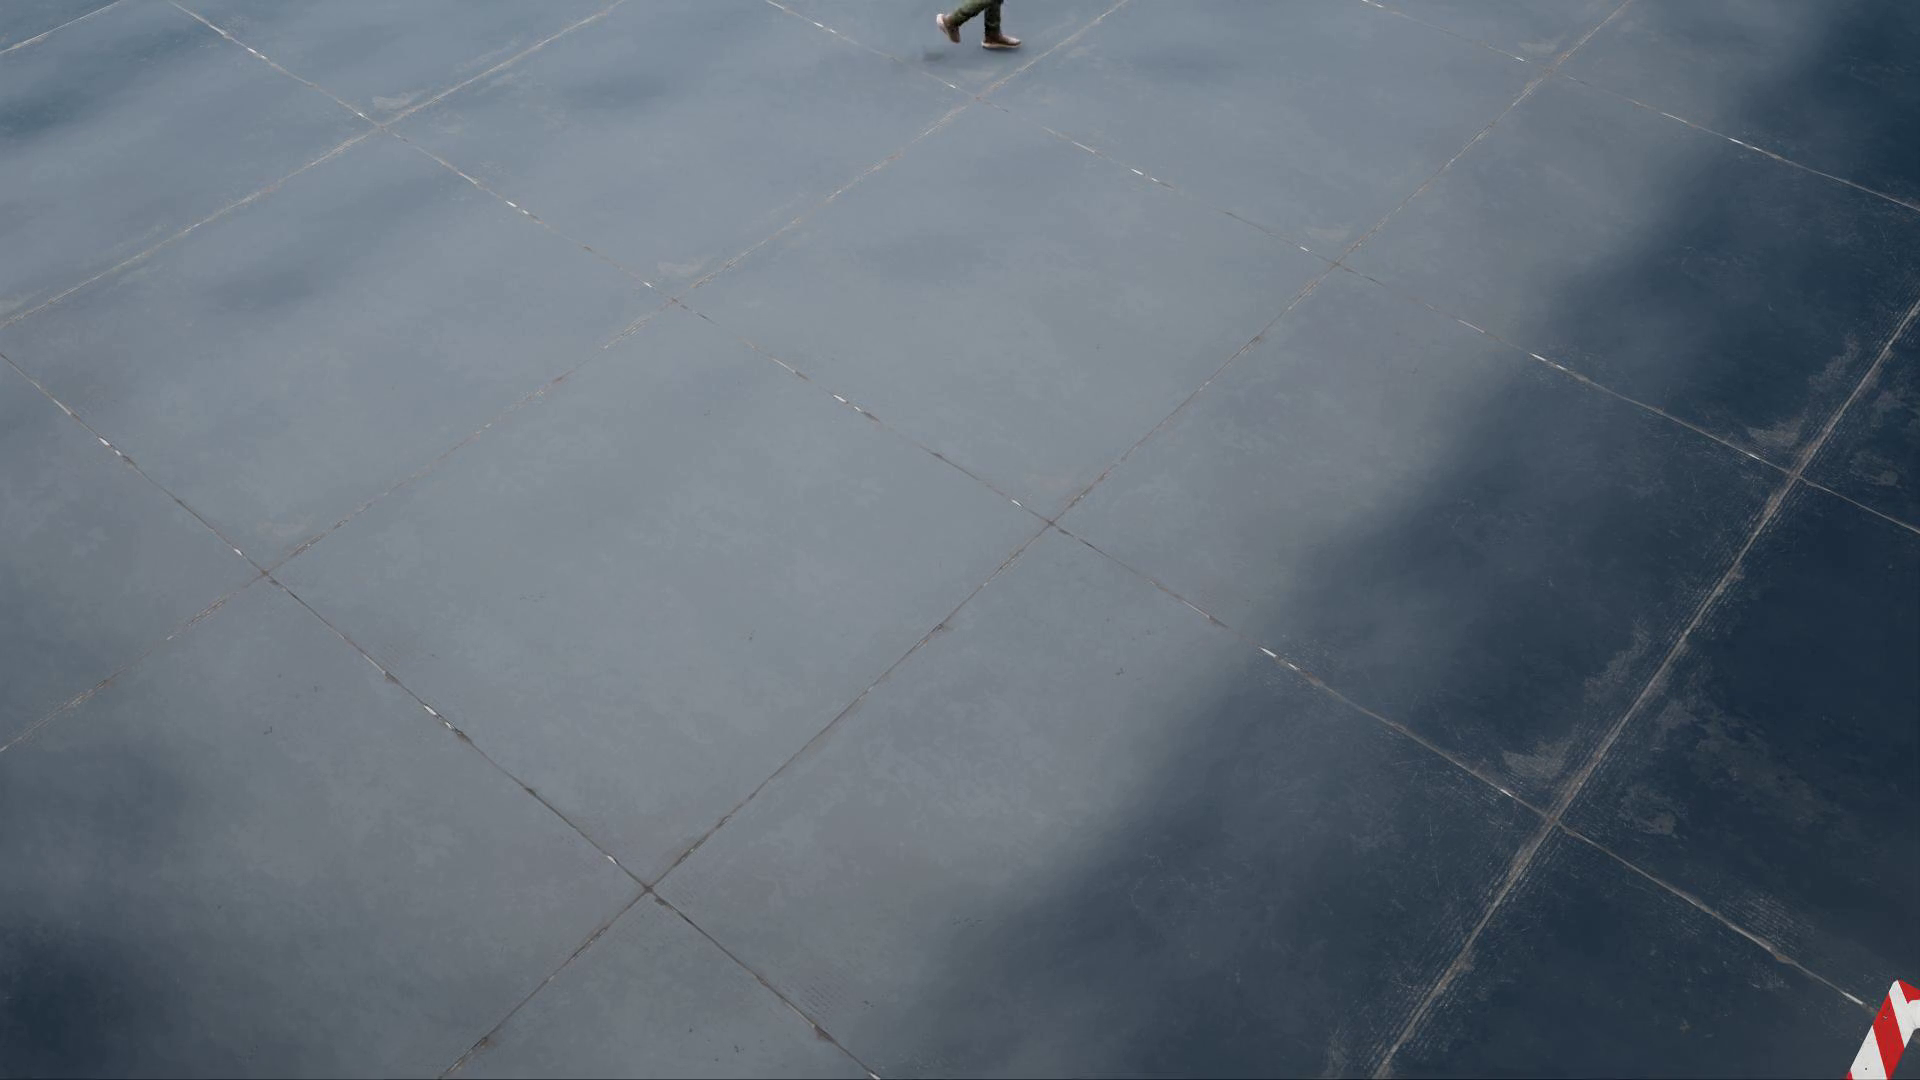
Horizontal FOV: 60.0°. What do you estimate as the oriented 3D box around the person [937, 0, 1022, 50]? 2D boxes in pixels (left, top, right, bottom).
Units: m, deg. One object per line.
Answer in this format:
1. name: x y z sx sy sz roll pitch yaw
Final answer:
1. person: 0.157 -4.231 11.862 0.942 1.636 0.893 -6 47 -5
